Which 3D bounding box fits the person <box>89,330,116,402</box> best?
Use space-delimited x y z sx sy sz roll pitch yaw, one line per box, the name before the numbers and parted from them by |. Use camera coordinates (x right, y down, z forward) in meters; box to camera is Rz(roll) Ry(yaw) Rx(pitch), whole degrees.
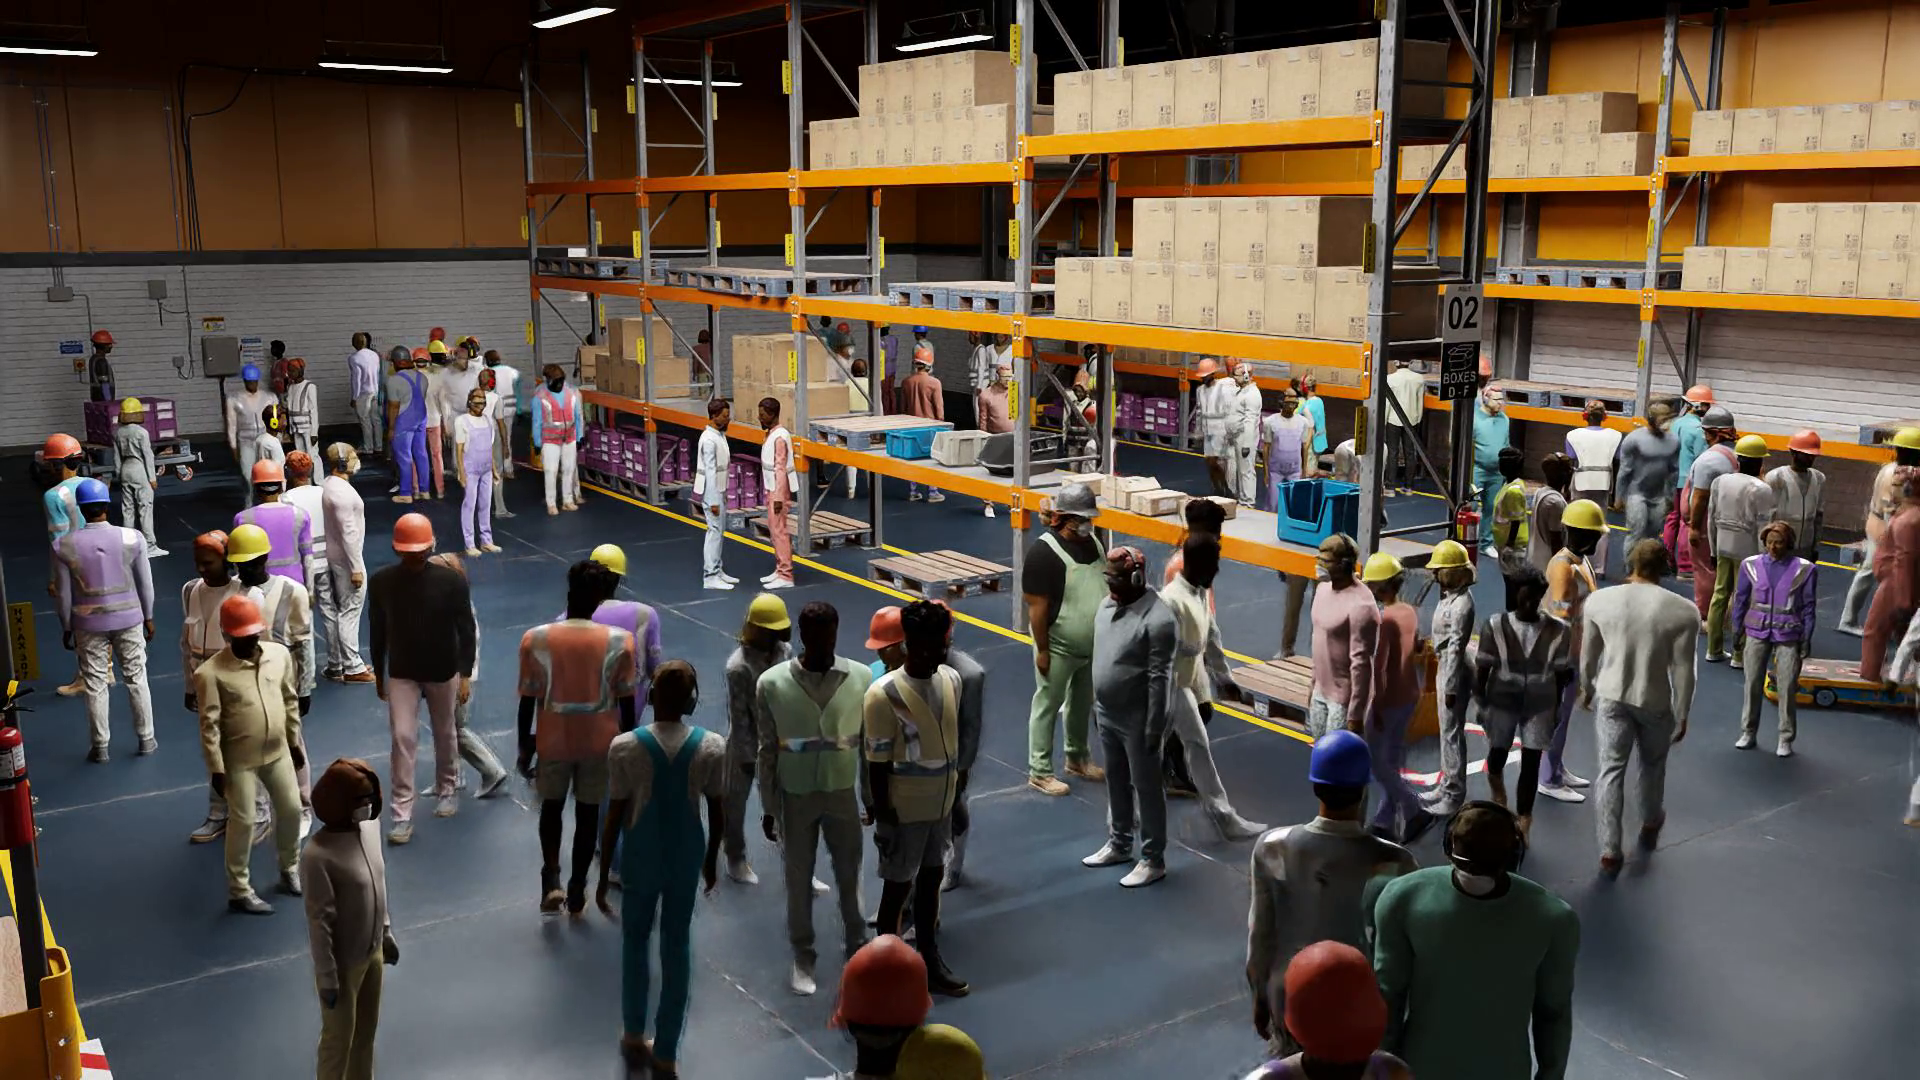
person | -12.475 -2.041 24.308 0.403 2.037 0.606 -8 14 -35

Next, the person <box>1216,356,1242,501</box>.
person | 3.522 -1.452 21.683 0.340 1.882 0.585 -6 12 -27

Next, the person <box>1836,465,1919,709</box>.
person | 7.066 0.376 12.346 0.641 1.878 0.793 -10 15 -43

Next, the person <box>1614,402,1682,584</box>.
person | 6.772 -0.455 16.571 0.652 1.908 0.723 -3 11 -13

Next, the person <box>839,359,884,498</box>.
person | -1.306 -1.456 21.816 0.627 1.844 0.429 1 11 4

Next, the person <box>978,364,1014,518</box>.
person | 0.541 -1.212 20.435 0.642 1.899 0.394 -3 11 -14

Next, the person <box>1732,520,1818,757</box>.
person | 5.614 0.667 11.492 0.528 1.630 0.313 8 14 36

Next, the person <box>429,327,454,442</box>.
person | -8.419 -2.498 26.963 0.624 1.916 0.441 5 12 25

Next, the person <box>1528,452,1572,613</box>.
person | 4.703 0.217 13.241 0.337 1.846 0.514 0 11 2

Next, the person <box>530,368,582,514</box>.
person | -5.034 -1.235 20.738 0.651 1.824 0.432 -9 14 -39

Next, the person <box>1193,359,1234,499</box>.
person | 3.197 -1.353 21.142 0.489 1.897 0.583 -8 14 -35

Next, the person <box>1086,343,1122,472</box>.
person | 2.080 -1.997 24.072 0.535 2.000 0.681 -1 11 -6

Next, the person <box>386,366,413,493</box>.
person | -7.470 -1.481 22.226 0.487 1.737 0.322 5 12 22

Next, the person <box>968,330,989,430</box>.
person | 0.296 -2.559 27.373 0.361 1.877 0.585 -2 11 -9

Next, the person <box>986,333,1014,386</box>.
person | 0.686 -2.636 27.837 0.565 1.849 0.390 4 12 18

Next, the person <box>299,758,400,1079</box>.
person | -2.370 1.638 6.515 0.278 1.633 0.498 2 11 9

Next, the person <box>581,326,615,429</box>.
person | -6.090 -2.766 28.153 0.618 1.985 0.407 -3 11 -14

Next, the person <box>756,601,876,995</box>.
person | -0.672 1.219 7.964 0.595 1.910 0.425 -3 12 -17

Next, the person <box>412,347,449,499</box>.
person | -7.034 -1.533 21.845 0.620 1.986 0.408 -3 12 -17

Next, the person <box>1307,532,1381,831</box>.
person | 2.171 0.905 9.507 0.368 1.934 0.631 -2 11 -11

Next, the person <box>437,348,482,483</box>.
person | -6.901 -1.727 23.124 0.849 1.868 0.655 10 15 42

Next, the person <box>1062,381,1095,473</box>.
person | 1.529 -1.199 21.039 0.513 1.632 0.312 5 12 26

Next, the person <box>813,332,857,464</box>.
person | -1.760 -2.107 24.635 1.022 2.000 0.677 9 14 39

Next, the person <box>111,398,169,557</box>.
person | -8.942 -0.678 18.083 0.483 1.745 0.300 3 12 16

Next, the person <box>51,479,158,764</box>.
person | -5.790 0.549 11.296 0.602 1.943 0.394 -7 13 -31

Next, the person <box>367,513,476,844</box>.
person | -3.230 0.789 10.031 0.647 1.960 0.744 -2 11 -8

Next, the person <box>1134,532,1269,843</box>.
person | 1.389 0.868 9.860 1.004 1.856 0.618 4 12 20

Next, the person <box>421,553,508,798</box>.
person | -3.182 0.869 10.489 0.526 1.618 0.530 -7 13 -30

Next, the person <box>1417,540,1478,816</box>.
person | 3.012 0.853 10.288 0.326 1.735 0.488 2 11 12

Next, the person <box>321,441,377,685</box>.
person | -4.855 0.181 13.188 0.372 1.940 0.631 -7 13 -31

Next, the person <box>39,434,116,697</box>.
person | -6.837 0.196 12.844 0.370 2.044 0.608 1 11 5

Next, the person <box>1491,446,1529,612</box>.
person | 4.831 0.019 14.627 0.322 1.699 0.536 3 11 14

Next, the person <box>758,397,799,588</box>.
person | -1.827 -0.480 16.669 0.404 1.906 0.598 -3 11 -15

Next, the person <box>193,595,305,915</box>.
person | -3.756 1.127 8.867 0.348 1.734 0.580 7 13 32

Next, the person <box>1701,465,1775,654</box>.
person | 6.724 0.145 14.264 0.510 1.581 0.828 -7 13 -32

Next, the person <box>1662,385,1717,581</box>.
person | 7.436 -0.583 16.967 0.392 1.990 0.612 -1 11 -7

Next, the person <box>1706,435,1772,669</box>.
person | 6.406 0.095 13.656 0.369 1.928 0.585 -5 12 -24

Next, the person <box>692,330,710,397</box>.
person | -4.637 -3.023 30.370 0.499 1.633 0.275 -4 12 -21

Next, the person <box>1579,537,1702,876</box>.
person | 3.900 0.906 9.573 0.651 1.889 0.997 7 13 30

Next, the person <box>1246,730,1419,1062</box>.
person | 1.304 1.618 5.841 0.605 1.939 0.416 6 12 27

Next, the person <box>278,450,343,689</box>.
person | -5.132 0.229 13.084 0.355 1.883 0.574 9 14 38

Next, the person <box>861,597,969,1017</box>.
person | -0.189 1.229 7.764 0.368 1.962 0.603 9 14 39

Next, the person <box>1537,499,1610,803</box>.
person | 3.896 0.690 10.612 0.364 1.928 0.587 5 12 25

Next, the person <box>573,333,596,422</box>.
person | -5.905 -2.388 26.623 0.587 1.831 0.464 -6 13 -29

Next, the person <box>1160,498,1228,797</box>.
person | 1.455 0.695 10.537 0.411 1.946 0.660 3 12 16

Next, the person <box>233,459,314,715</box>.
person | -5.060 0.364 12.300 0.548 1.925 0.392 -8 13 -34

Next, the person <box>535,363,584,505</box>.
person | -5.158 -1.361 21.377 0.664 1.827 0.432 1 11 5

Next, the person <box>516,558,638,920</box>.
person | -2.004 1.048 8.739 0.642 1.934 0.427 -2 11 -12
